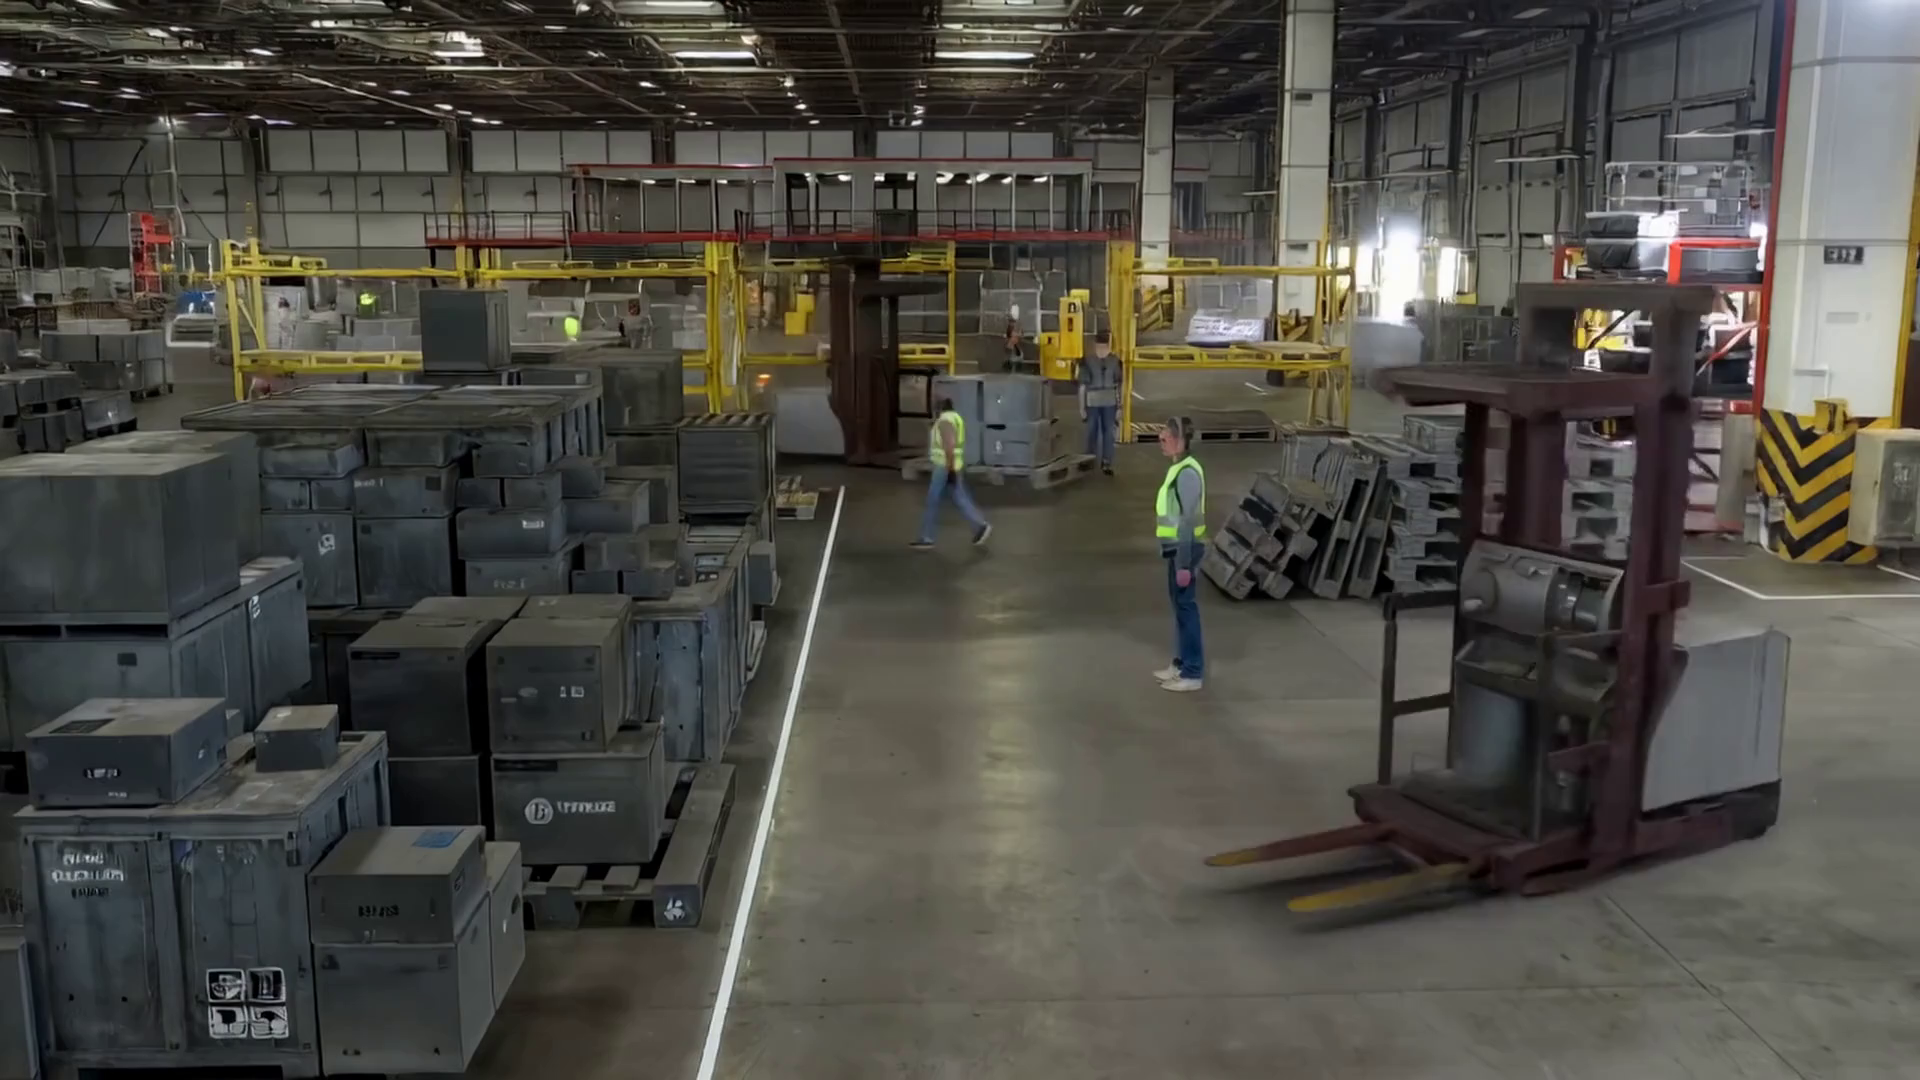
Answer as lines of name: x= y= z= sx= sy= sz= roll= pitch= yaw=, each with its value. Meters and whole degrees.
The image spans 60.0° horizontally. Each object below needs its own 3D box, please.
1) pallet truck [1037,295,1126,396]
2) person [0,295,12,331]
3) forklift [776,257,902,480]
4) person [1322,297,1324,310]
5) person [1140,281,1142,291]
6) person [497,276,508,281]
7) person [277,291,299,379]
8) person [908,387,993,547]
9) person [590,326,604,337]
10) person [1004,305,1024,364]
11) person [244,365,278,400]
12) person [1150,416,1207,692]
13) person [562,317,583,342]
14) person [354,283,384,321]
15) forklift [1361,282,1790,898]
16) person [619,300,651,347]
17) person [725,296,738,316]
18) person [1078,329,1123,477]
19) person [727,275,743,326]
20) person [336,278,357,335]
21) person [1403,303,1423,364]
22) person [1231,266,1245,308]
pallet truck: x=2.483 y=-3.881 z=33.060 sx=1.885 sy=1.965 sz=0.823 roll=-7 pitch=13 yaw=-36
person: x=-22.862 y=-4.941 z=39.650 sx=0.529 sy=1.777 sz=0.324 roll=0 pitch=10 yaw=3
forklift: x=-1.377 y=-2.269 z=21.619 sx=1.873 sy=2.768 sz=1.129 roll=5 pitch=11 yaw=25
person: x=9.197 y=-5.696 z=43.304 sx=0.603 sy=1.949 sz=0.389 roll=1 pitch=10 yaw=7
person: x=7.343 y=-9.527 z=65.026 sx=0.635 sy=1.825 sz=0.708 roll=0 pitch=10 yaw=-1
person: x=-20.134 y=-11.014 z=73.142 sx=0.566 sy=1.879 sz=0.354 roll=-5 pitch=11 yaw=-27
person: x=-14.963 y=-4.550 z=36.956 sx=0.544 sy=1.939 sz=0.354 roll=4 pitch=11 yaw=22
person: x=-0.079 y=-0.727 z=16.580 sx=0.796 sy=1.605 sz=0.513 roll=1 pitch=10 yaw=3
person: x=-4.915 y=-1.928 z=22.453 sx=0.597 sy=1.908 sz=0.394 roll=3 pitch=11 yaw=15
person: x=1.238 y=-4.261 z=36.111 sx=0.850 sy=1.649 sz=0.548 roll=8 pitch=13 yaw=39
person: x=-6.294 y=-0.655 z=15.313 sx=0.643 sy=1.924 sz=0.644 roll=1 pitch=10 yaw=3
person: x=1.494 y=0.095 z=11.267 sx=0.351 sy=1.878 sz=0.568 roll=0 pitch=10 yaw=2
person: x=-6.167 y=-2.635 z=26.543 sx=0.346 sy=1.847 sz=0.505 roll=5 pitch=11 yaw=26
person: x=-15.144 y=-5.611 z=42.578 sx=0.686 sy=2.000 sz=1.028 roll=-1 pitch=10 yaw=-3
forklift: x=3.154 y=0.123 z=8.293 sx=1.873 sy=2.768 sz=1.129 roll=-5 pitch=11 yaw=-27
person: x=-6.156 y=-3.576 z=31.525 sx=0.632 sy=1.940 sz=0.372 roll=3 pitch=10 yaw=14
person: x=-4.882 y=-4.371 z=36.144 sx=0.328 sy=1.872 sz=0.513 roll=6 pitch=12 yaw=29
person: x=1.820 y=-1.768 z=21.492 sx=0.593 sy=1.922 sz=0.384 roll=-1 pitch=10 yaw=-7
person: x=-7.772 y=-8.096 z=56.863 sx=0.984 sy=1.883 sz=0.565 roll=-6 pitch=12 yaw=-30
person: x=-17.807 y=-6.622 z=48.334 sx=0.625 sy=1.992 sz=0.386 roll=-7 pitch=12 yaw=-32
person: x=9.926 y=-4.354 z=36.517 sx=0.835 sy=1.709 sz=0.490 roll=7 pitch=12 yaw=33
person: x=12.735 y=-11.607 z=76.301 sx=0.625 sy=1.939 sz=1.045 roll=-1 pitch=10 yaw=-7
